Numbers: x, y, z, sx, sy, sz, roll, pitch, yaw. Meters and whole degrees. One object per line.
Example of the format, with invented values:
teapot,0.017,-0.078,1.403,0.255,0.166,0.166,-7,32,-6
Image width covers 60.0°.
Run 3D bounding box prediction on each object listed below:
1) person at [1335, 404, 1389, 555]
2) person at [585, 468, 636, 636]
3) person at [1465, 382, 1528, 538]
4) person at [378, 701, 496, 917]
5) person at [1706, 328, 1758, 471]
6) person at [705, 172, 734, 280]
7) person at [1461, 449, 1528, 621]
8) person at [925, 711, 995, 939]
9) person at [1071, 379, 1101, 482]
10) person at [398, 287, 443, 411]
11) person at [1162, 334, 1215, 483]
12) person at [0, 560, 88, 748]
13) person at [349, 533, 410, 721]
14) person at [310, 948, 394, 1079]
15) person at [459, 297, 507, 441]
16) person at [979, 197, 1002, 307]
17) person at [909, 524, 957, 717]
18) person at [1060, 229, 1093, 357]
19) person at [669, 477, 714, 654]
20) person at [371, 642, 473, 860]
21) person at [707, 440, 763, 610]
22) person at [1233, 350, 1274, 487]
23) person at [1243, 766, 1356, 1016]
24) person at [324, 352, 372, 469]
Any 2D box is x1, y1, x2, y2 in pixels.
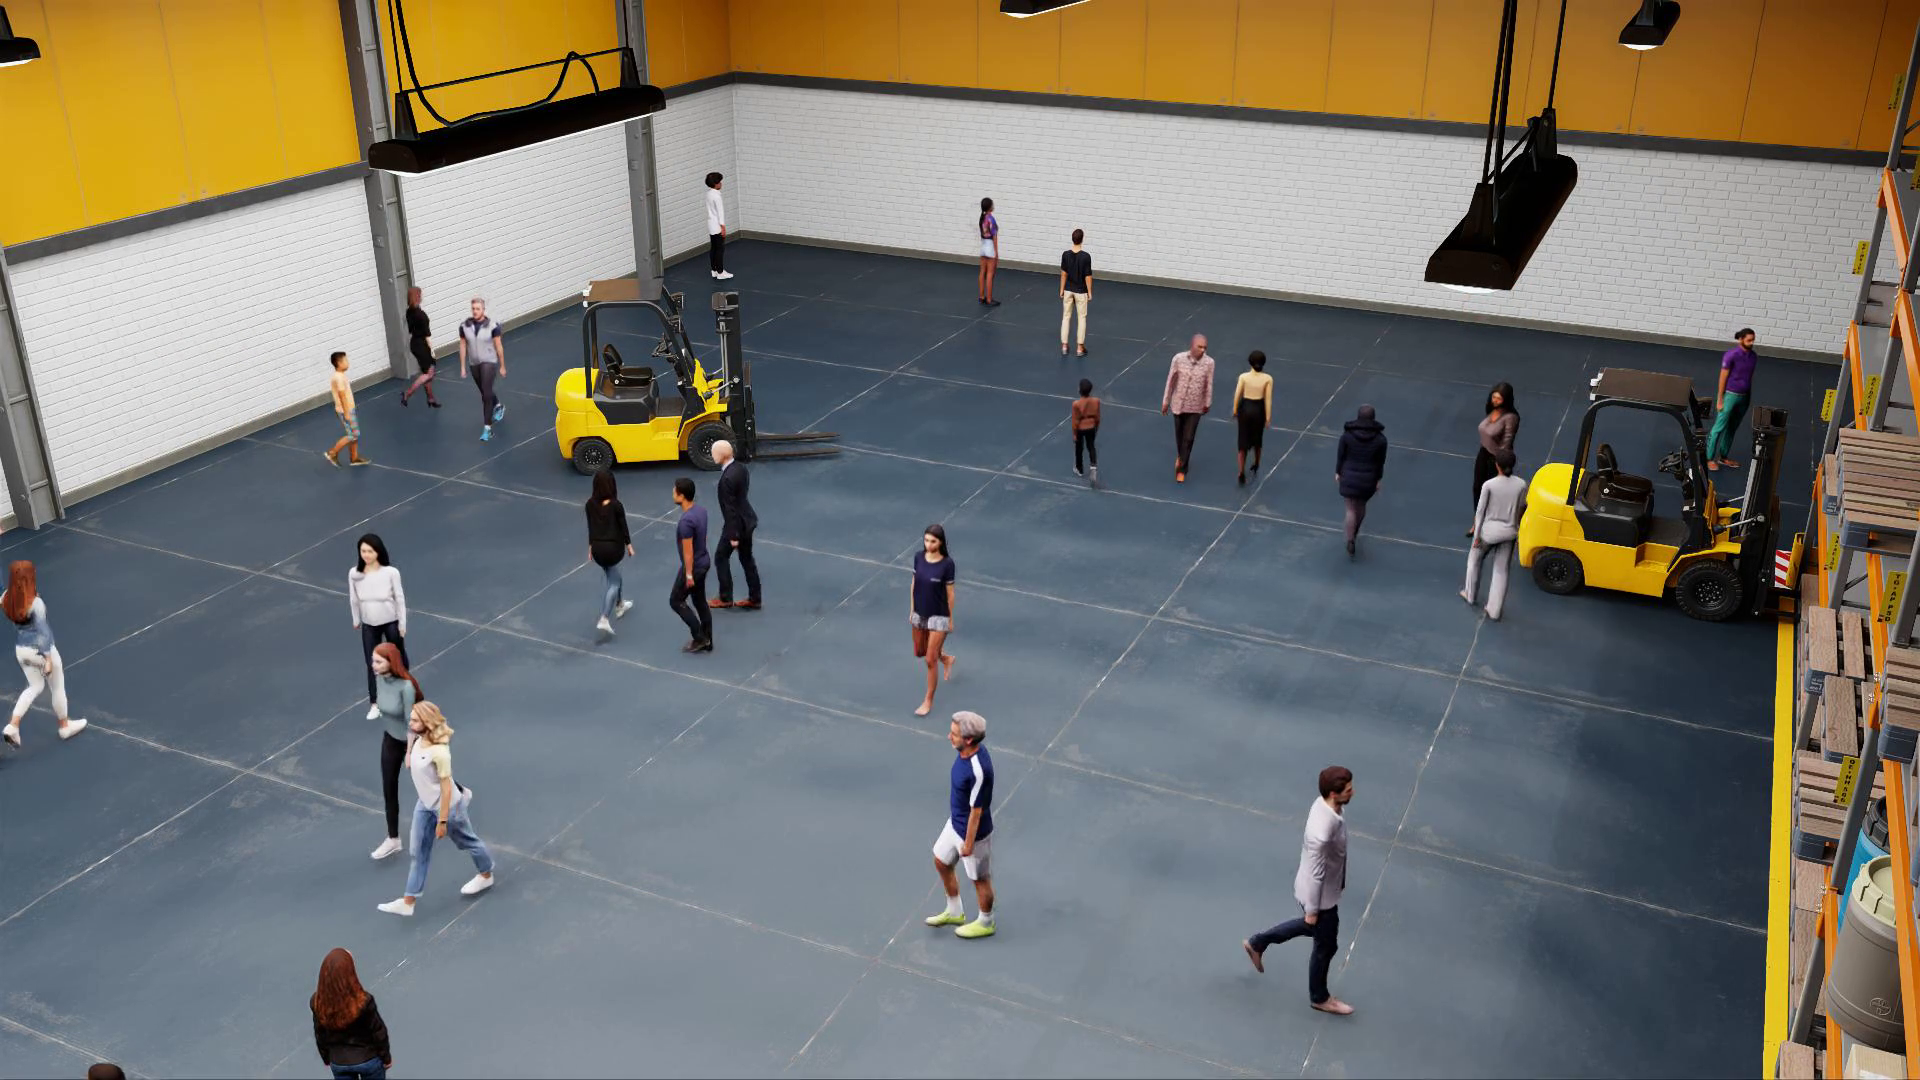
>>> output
person,4.269,-0.633,17.832,0.846,1.640,1.125,4,24,9
person,-3.425,0.124,16.124,0.645,1.622,1.058,8,25,17
person,5.910,-0.849,18.107,1.008,1.816,0.949,-8,25,-18
person,-3.638,1.902,11.991,1.198,1.674,0.943,-18,30,-36
person,9.376,-1.726,20.173,0.695,1.768,0.758,-9,25,-19
person,-4.181,-5.407,28.544,0.741,1.809,0.715,-13,27,-28
person,5.314,-0.025,16.348,0.817,1.716,0.951,1,24,2
person,0.153,1.984,11.612,0.886,1.828,0.823,-6,24,-14
person,1.521,-1.305,19.869,0.786,1.241,0.879,-6,24,-13
person,-7.185,-2.481,22.003,0.762,1.686,0.939,21,31,39
person,2.741,-1.633,19.985,0.793,1.749,1.223,8,25,17
person,-7.881,0.996,14.048,0.657,1.687,0.949,9,25,19
person,-5.093,0.703,14.745,0.973,1.665,1.137,-2,24,-5
person,-3.532,3.005,9.707,0.638,1.483,0.636,0,24,1
person,-6.078,-2.245,21.350,0.939,1.778,1.307,3,24,8
person,0.459,-4.681,26.965,0.690,1.743,0.670,-14,27,-29
person,-0.216,0.655,14.752,0.647,1.748,0.956,13,27,28
person,1.709,-3.646,24.461,0.625,1.852,0.531,10,26,23
person,-2.415,0.264,15.608,0.766,1.779,0.606,4,24,10
person,-4.169,1.548,12.766,0.695,1.702,1.208,14,27,30
person,-2.122,-0.123,16.508,0.853,1.767,0.828,4,24,9
person,3.422,-1.427,19.671,0.754,1.622,0.911,3,24,8
person,2.270,2.280,10.936,0.823,1.827,0.992,7,25,16
person,-7.533,-1.557,20.187,0.841,1.447,0.780,-7,25,-16
